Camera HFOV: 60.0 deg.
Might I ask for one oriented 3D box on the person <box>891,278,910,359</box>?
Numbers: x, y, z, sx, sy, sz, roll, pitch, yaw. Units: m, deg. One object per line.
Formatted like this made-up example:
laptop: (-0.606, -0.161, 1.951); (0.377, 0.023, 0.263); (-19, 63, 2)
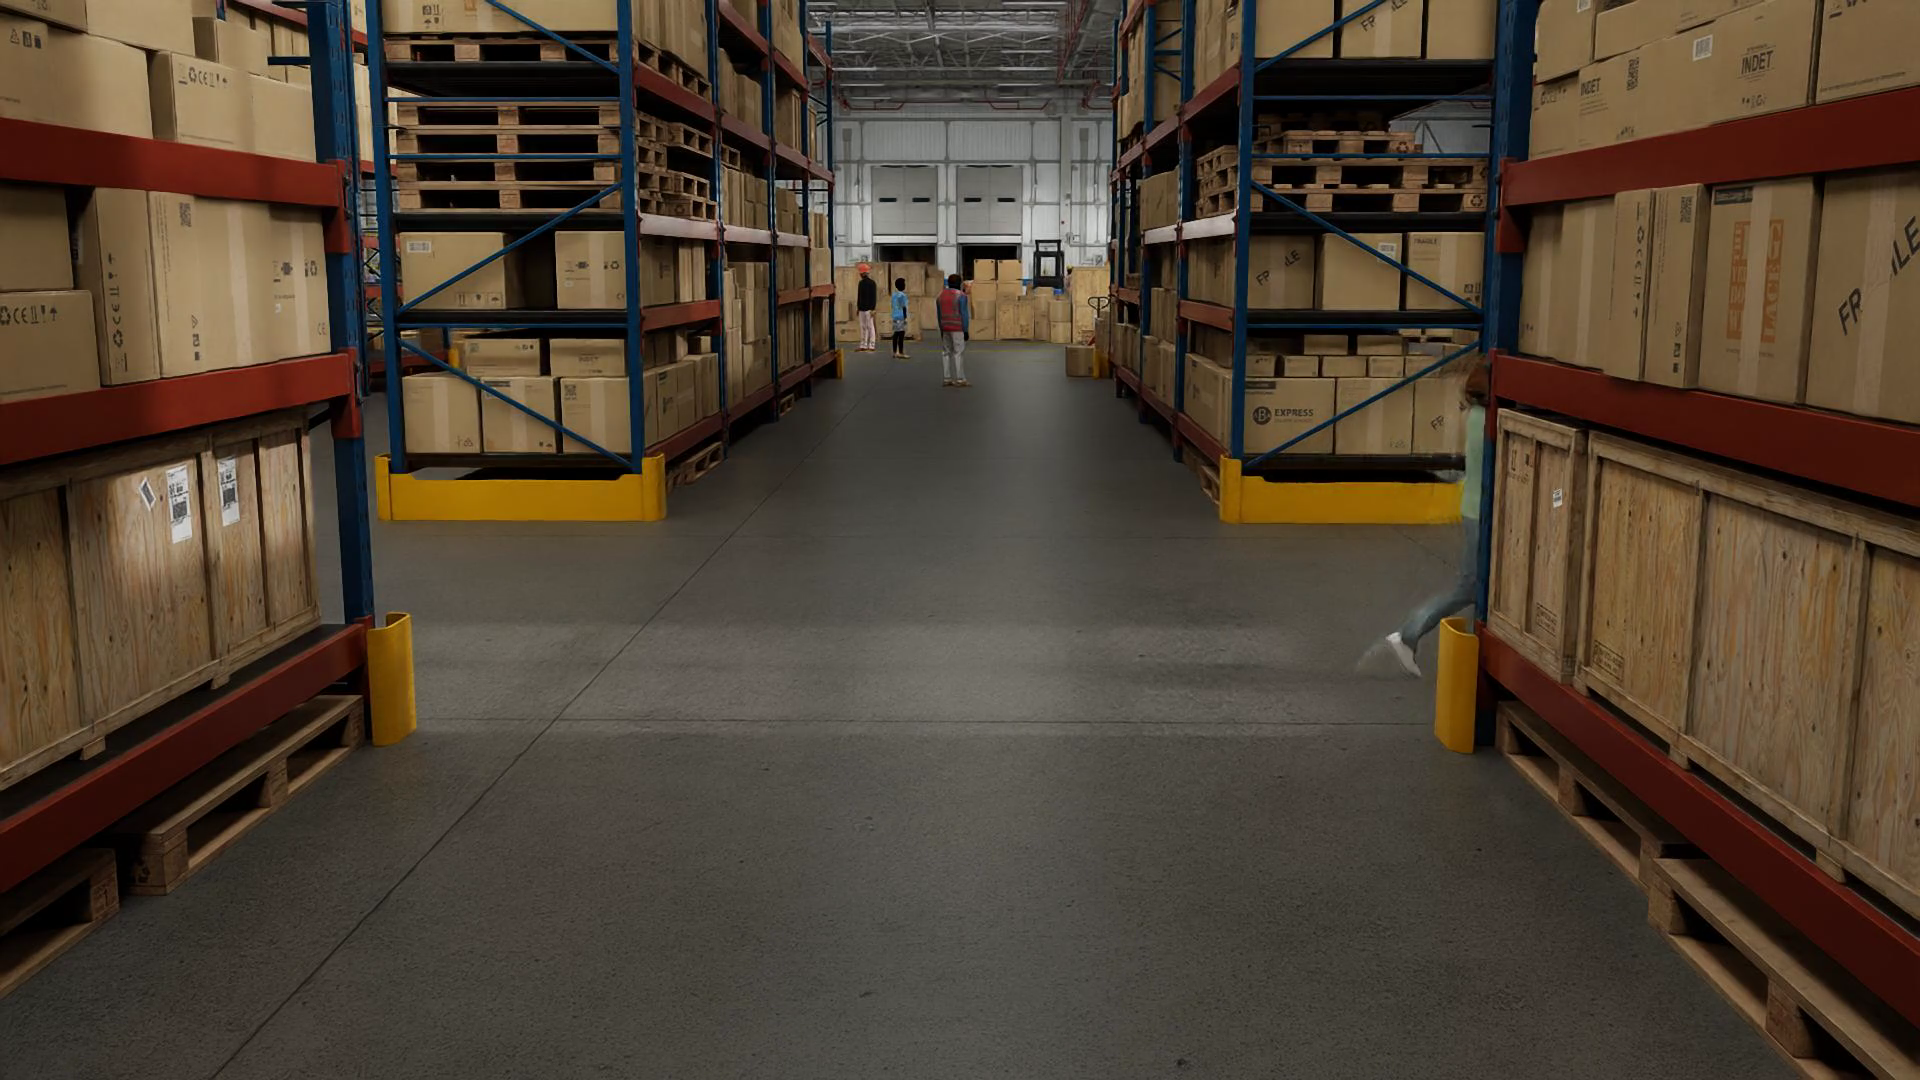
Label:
person: (-1.257, -4.666, 35.047); (0.315, 1.696, 0.540); (-5, 11, -30)

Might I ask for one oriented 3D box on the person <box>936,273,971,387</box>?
person: (-0.084, -3.397, 27.019); (0.624, 1.845, 0.429); (8, 12, 40)

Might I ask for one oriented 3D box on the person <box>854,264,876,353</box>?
person: (-2.117, -5.184, 37.273); (0.384, 1.991, 0.609); (-8, 13, -41)

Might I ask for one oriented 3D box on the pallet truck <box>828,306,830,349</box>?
pallet truck: (-3.100, -3.940, 29.800); (1.885, 1.965, 0.823); (3, 10, 19)

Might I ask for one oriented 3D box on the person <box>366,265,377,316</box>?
person: (-22.184, -9.403, 62.730); (0.370, 1.929, 0.585); (-6, 11, -32)

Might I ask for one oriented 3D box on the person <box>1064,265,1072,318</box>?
person: (3.970, -8.972, 60.182); (0.585, 1.917, 0.381); (-7, 12, -36)

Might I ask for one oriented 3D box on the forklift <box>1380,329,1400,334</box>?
forklift: (7.662, -4.880, 32.792); (1.873, 2.768, 1.129); (-3, 10, -17)

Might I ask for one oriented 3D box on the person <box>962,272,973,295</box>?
person: (0.350, -8.848, 60.128); (0.531, 1.689, 0.321); (0, 9, 0)

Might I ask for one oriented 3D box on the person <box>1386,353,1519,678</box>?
person: (2.476, -0.107, 7.979); (0.755, 1.606, 0.504); (2, 10, 11)

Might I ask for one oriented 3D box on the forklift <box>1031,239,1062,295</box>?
forklift: (3.107, -9.193, 58.628); (1.129, 2.768, 1.873); (2, 10, 9)

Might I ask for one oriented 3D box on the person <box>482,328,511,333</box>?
person: (-8.614, -4.111, 31.095); (0.770, 1.916, 0.638); (8, 12, 40)
